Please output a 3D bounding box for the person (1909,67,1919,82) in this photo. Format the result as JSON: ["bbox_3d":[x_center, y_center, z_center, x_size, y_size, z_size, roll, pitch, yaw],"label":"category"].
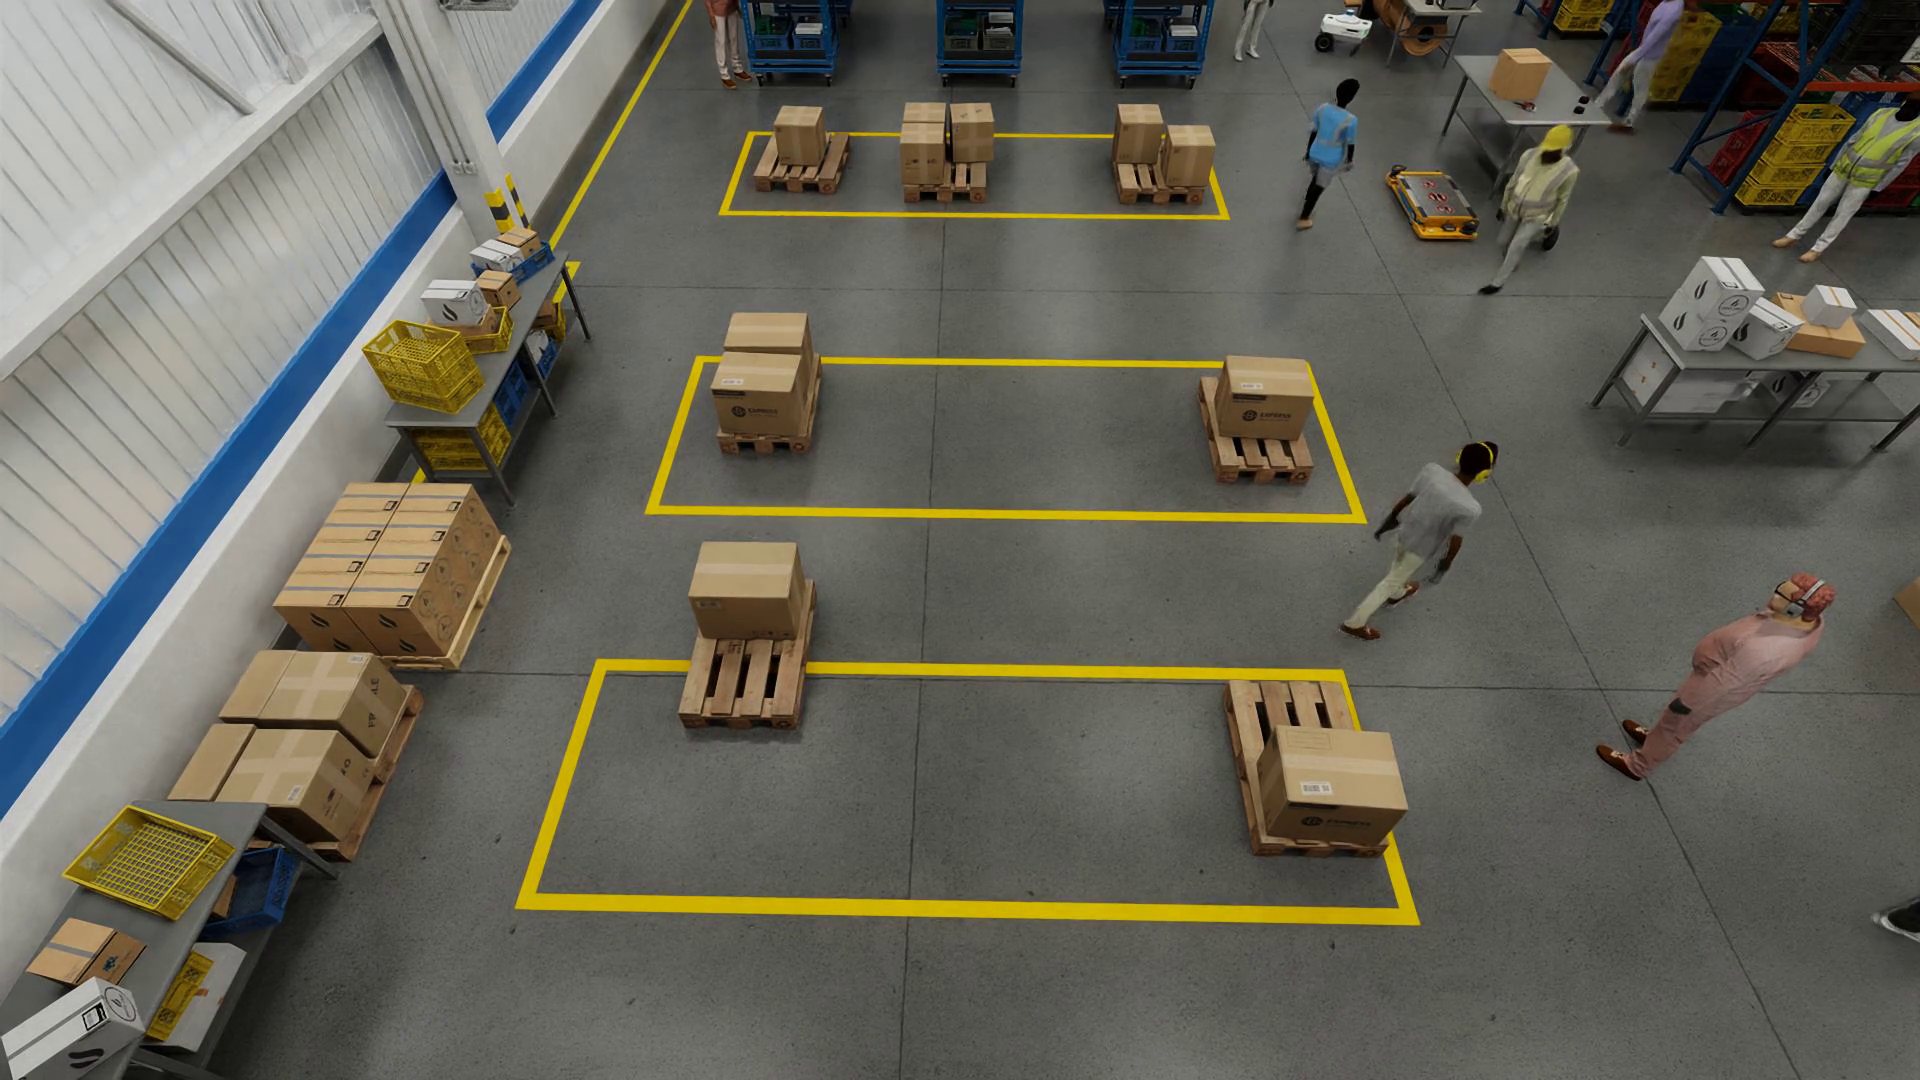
[{"bbox_3d":[12.063,-5.682,11.391,0.776,1.860,0.597,11,50,9],"label":"person"}]

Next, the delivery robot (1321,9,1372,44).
[{"bbox_3d":[5.931,-7.880,14.090,0.707,0.478,0.477,19,52,16],"label":"delivery robot"}]

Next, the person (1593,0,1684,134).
[{"bbox_3d":[8.753,-6.299,11.891,0.924,1.898,0.646,16,51,14],"label":"person"}]

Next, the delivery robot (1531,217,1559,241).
[{"bbox_3d":[6.648,-3.796,10.554,0.477,0.478,0.707,13,50,11],"label":"delivery robot"}]

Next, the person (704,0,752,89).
[{"bbox_3d":[-3.286,-7.414,12.808,0.399,1.984,0.610,29,55,23],"label":"person"}]

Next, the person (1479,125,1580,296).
[{"bbox_3d":[5.932,-3.438,9.488,0.660,1.803,0.601,-27,54,-21],"label":"person"}]

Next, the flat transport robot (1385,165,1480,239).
[{"bbox_3d":[5.692,-4.094,11.059,0.652,0.197,1.431,1,49,1],"label":"flat transport robot"}]

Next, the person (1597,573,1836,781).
[{"bbox_3d":[4.686,0.869,5.697,0.635,1.899,0.401,-26,54,-21],"label":"person"}]

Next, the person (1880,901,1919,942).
[{"bbox_3d":[6.083,1.887,4.837,1.011,1.858,0.600,17,51,14],"label":"person"}]

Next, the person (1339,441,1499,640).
[{"bbox_3d":[3.294,0.015,6.492,0.826,1.812,0.570,-15,51,-13],"label":"person"}]

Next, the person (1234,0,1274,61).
[{"bbox_3d":[4.411,-7.979,13.523,0.518,1.636,0.312,-16,51,-14],"label":"person"}]

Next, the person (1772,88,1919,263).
[{"bbox_3d":[9.660,-3.916,9.873,0.429,1.845,0.625,-16,51,-14],"label":"person"}]

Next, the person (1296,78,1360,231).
[{"bbox_3d":[4.207,-4.339,10.342,0.607,1.680,0.542,-23,53,-19],"label":"person"}]
